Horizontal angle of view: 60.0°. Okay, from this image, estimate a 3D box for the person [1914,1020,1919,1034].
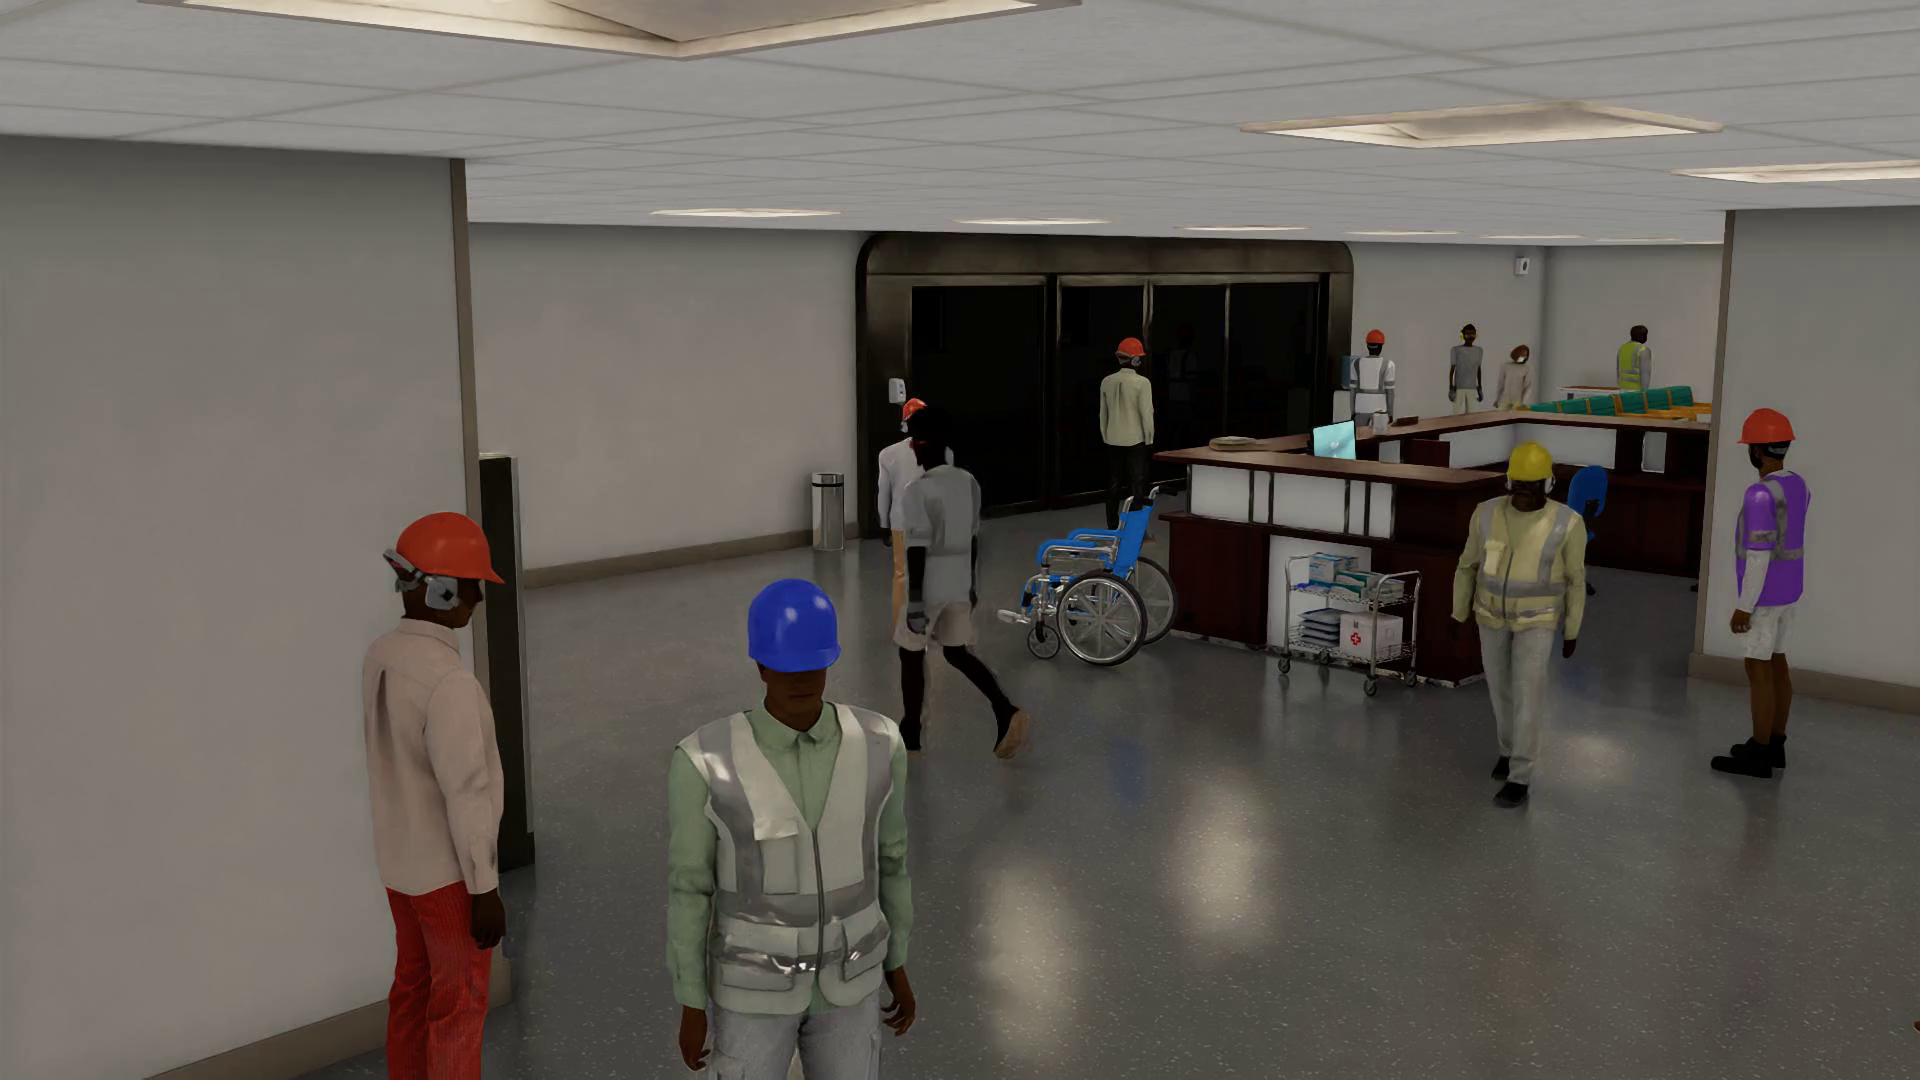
[{"bbox_3d":[3.531,0.811,5.659,0.535,1.868,0.309,-9,13,-43],"label":"person"}]

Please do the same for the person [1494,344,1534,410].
[{"bbox_3d":[7.860,-1.984,23.619,0.535,1.615,0.449,9,13,43],"label":"person"}]

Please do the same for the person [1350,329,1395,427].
[{"bbox_3d":[5.003,-1.585,20.182,0.546,1.929,0.387,5,11,30],"label":"person"}]

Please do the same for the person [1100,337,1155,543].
[{"bbox_3d":[1.634,-0.962,16.141,0.611,1.996,0.378,8,12,42],"label":"person"}]

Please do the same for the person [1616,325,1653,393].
[{"bbox_3d":[9.858,-2.216,24.307,0.430,1.844,0.623,-3,10,-15],"label":"person"}]

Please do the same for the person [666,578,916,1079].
[{"bbox_3d":[-0.391,1.044,3.986,0.617,1.946,0.393,-4,10,-24],"label":"person"}]

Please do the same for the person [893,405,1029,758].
[{"bbox_3d":[-0.058,0.245,8.934,0.837,1.942,0.608,7,11,36],"label":"person"}]

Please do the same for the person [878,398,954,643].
[{"bbox_3d":[-0.303,-0.137,11.855,0.564,1.743,0.351,1,9,4],"label":"person"}]

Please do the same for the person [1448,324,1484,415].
[{"bbox_3d":[7.286,-2.170,23.934,0.521,1.874,0.328,-1,9,-6],"label":"person"}]

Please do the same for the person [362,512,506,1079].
[{"bbox_3d":[-1.449,0.909,4.703,0.393,1.985,0.611,-8,12,-40],"label":"person"}]

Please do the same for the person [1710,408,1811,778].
[{"bbox_3d":[4.202,0.278,8.728,0.547,1.934,0.376,-8,13,-42],"label":"person"}]

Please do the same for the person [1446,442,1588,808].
[{"bbox_3d":[2.811,0.396,8.427,0.608,1.798,0.733,7,12,39],"label":"person"}]
